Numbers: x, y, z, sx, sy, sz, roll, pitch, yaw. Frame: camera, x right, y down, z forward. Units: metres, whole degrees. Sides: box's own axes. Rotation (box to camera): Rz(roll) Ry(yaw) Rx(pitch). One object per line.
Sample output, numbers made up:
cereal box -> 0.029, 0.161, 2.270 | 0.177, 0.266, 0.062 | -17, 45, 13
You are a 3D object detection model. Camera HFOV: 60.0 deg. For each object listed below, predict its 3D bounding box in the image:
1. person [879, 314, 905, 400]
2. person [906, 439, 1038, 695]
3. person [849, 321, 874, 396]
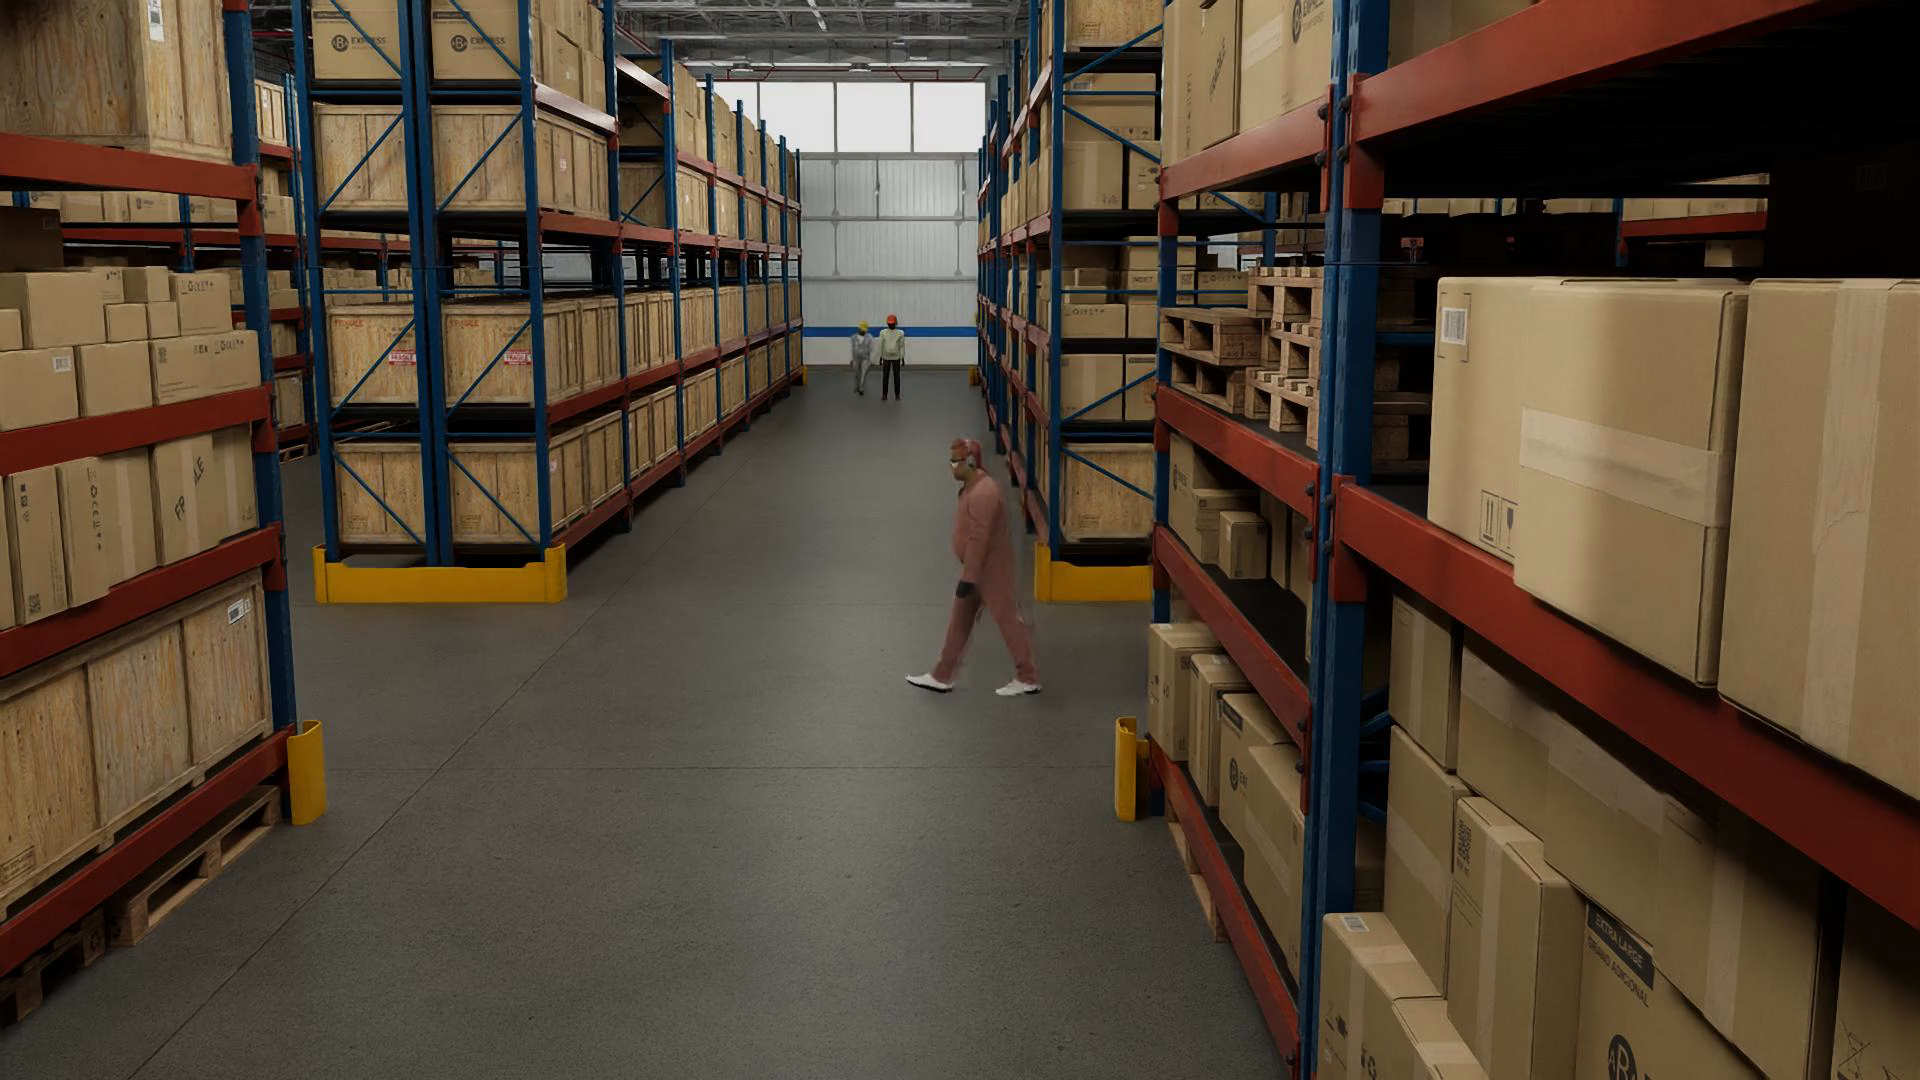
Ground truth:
person -> -1.576, -4.214, 38.433 | 0.611, 1.985, 0.393 | 0, 9, 0
person -> 0.124, 0.206, 11.772 | 0.952, 1.845, 0.639 | -2, 9, -10
person -> -2.362, -4.345, 39.807 | 0.595, 1.801, 0.447 | 1, 9, 5
